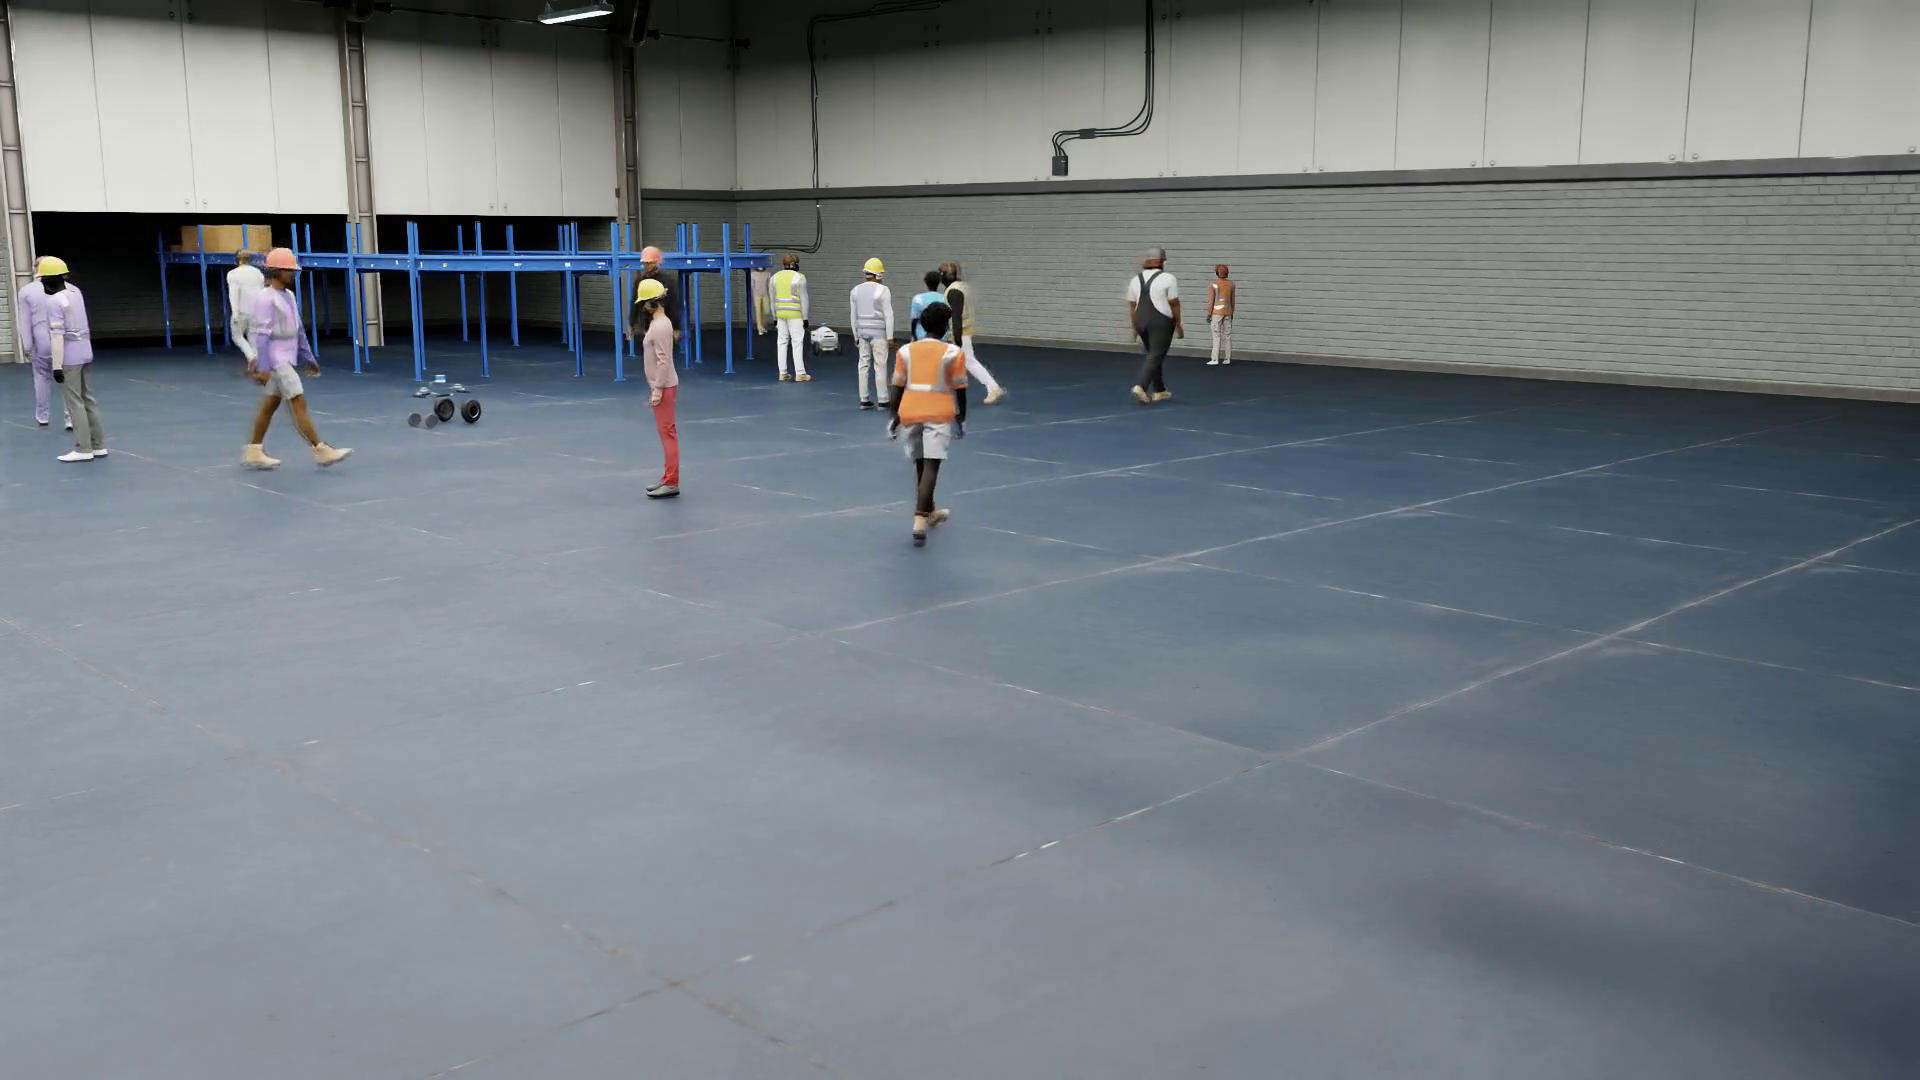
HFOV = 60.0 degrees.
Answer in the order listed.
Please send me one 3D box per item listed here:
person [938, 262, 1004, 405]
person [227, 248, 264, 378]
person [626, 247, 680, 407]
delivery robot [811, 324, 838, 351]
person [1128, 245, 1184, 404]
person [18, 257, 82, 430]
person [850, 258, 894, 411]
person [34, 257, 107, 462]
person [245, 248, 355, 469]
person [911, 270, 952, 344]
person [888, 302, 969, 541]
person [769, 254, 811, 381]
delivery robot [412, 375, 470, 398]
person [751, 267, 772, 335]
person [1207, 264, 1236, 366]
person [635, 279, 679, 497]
[{"bbox_3d":[0.063,-2.584,20.834,0.978,1.798,0.637,-1,10,-4],"label":"person"},{"bbox_3d":[-10.631,-3.391,24.841,0.499,1.924,0.632,6,12,30],"label":"person"},{"bbox_3d":[-3.824,-2.616,20.505,0.621,1.957,0.807,6,12,31],"label":"person"},{"bbox_3d":[-2.423,-3.619,29.675,0.477,0.478,0.707,-4,11,-18],"label":"delivery robot"},{"bbox_3d":[2.442,-2.742,21.097,0.974,2.000,0.688,-9,14,-42],"label":"person"},{"bbox_3d":[-9.986,-2.164,18.319,0.660,1.867,0.950,-7,13,-34],"label":"person"},{"bbox_3d":[-1.042,-2.501,20.231,0.587,1.835,0.404,7,12,32],"label":"person"},{"bbox_3d":[-8.425,-1.705,15.693,0.426,1.913,0.601,-1,10,-5],"label":"person"},{"bbox_3d":[-6.060,-1.632,15.049,1.039,1.985,0.629,0,10,-2],"label":"person"},{"bbox_3d":[-0.344,-2.518,20.732,0.545,1.673,0.597,0,10,-1],"label":"person"},{"bbox_3d":[-0.237,-0.840,11.676,0.569,1.644,0.891,4,11,22],"label":"person"},{"bbox_3d":[-2.467,-3.249,24.298,0.624,1.841,0.430,6,12,28],"label":"person"},{"bbox_3d":[-5.855,-1.746,18.757,0.335,0.223,0.698,5,12,27],"label":"delivery robot"},{"bbox_3d":[-4.219,-5.158,35.297,0.519,1.617,0.348,-4,11,-19],"label":"person"},{"bbox_3d":[4.259,-3.669,27.131,0.514,1.641,0.308,-5,11,-25],"label":"person"},{"bbox_3d":[-2.456,-1.235,13.540,0.328,1.760,0.523,-2,11,-8],"label":"person"}]
